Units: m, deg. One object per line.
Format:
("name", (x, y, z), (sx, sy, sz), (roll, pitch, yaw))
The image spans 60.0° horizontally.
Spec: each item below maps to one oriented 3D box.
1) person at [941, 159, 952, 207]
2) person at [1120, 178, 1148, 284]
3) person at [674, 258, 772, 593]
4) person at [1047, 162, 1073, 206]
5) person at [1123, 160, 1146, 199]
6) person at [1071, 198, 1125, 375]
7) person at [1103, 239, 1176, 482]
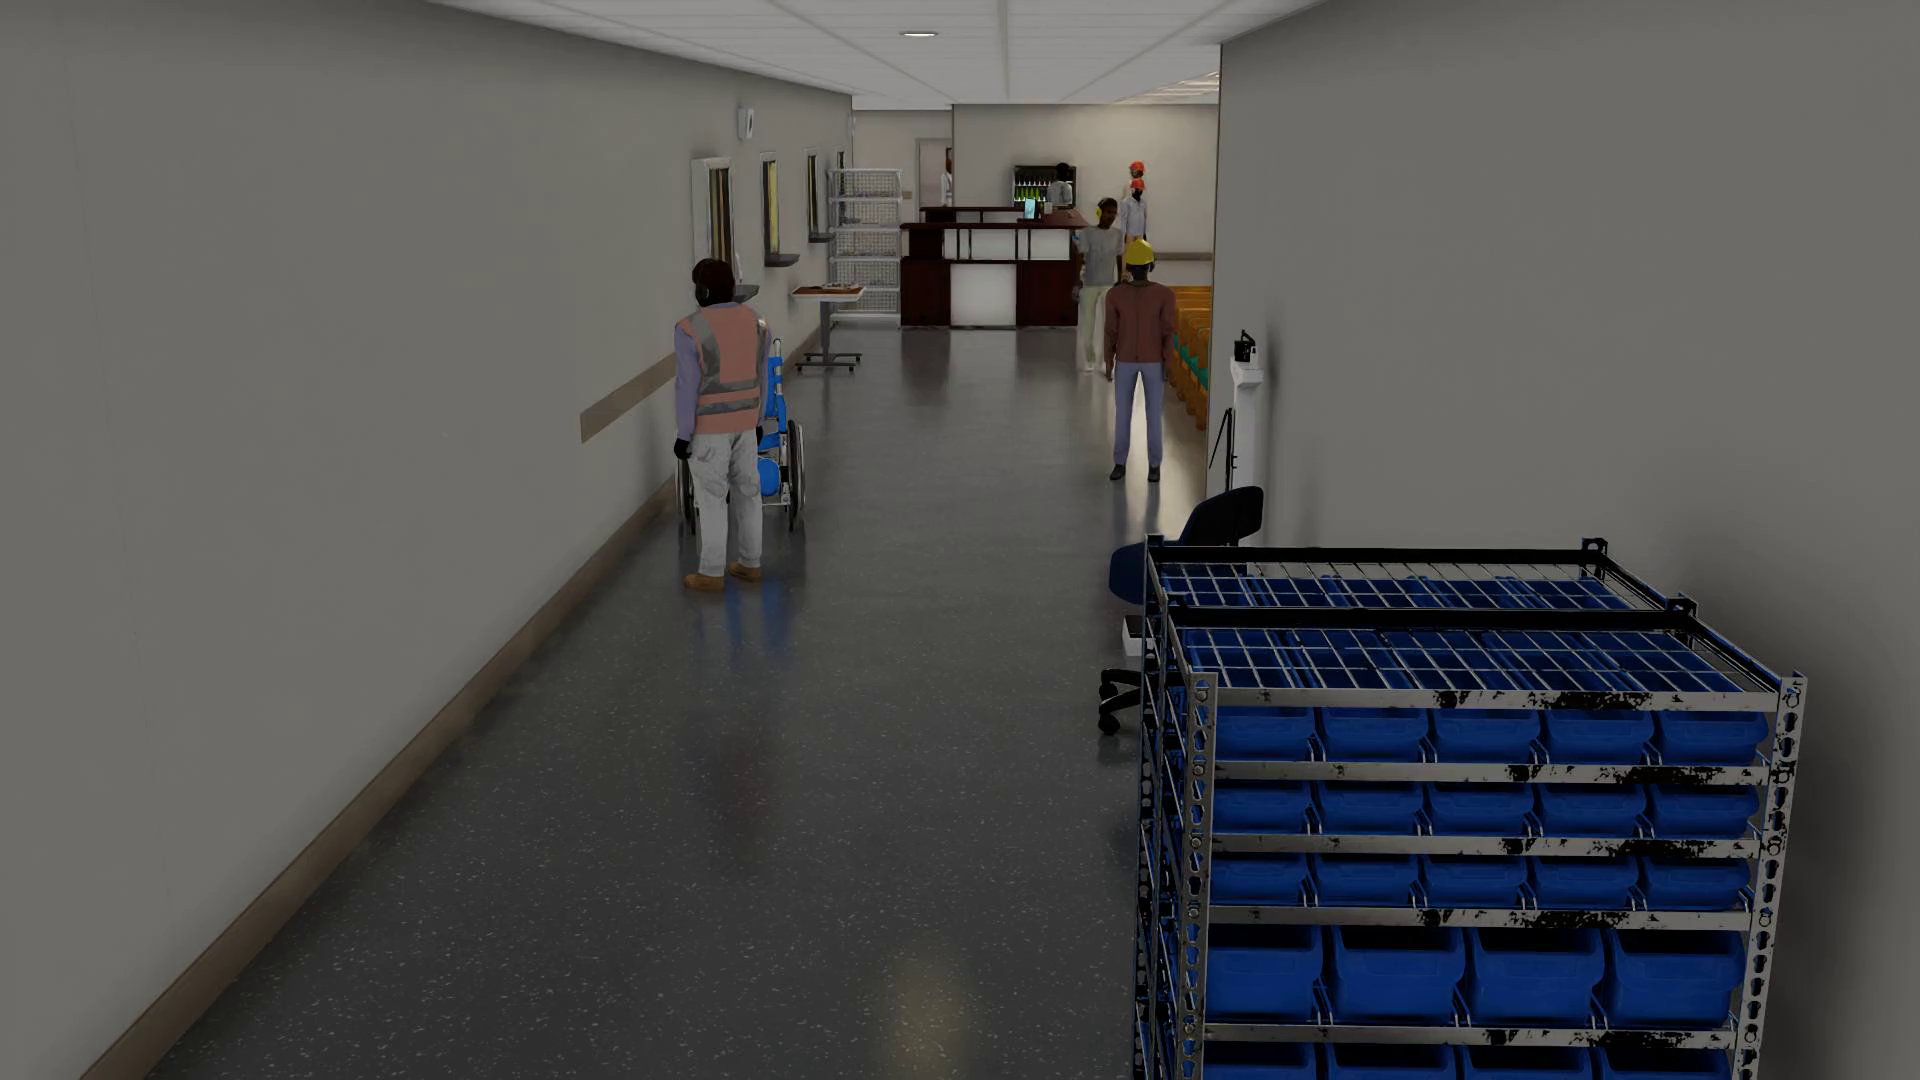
("person", (-0.242, -7.676, 37.703), (0.337, 1.882, 0.584), (6, 15, 25))
("person", (2.913, -5.125, 27.640), (0.564, 1.743, 0.352), (-10, 17, -35))
("person", (-1.333, -0.630, 9.199), (0.429, 1.844, 0.624), (13, 19, 42))
("person", (1.800, -5.687, 29.459), (0.361, 1.964, 0.613), (-10, 17, -36))
("person", (3.183, -5.900, 30.288), (0.458, 1.978, 0.660), (5, 15, 19))
("person", (1.443, -2.623, 17.323), (0.580, 1.825, 0.875), (-1, 14, -2))
("person", (1.294, -1.291, 12.056), (0.518, 1.756, 0.344), (3, 14, 11))
